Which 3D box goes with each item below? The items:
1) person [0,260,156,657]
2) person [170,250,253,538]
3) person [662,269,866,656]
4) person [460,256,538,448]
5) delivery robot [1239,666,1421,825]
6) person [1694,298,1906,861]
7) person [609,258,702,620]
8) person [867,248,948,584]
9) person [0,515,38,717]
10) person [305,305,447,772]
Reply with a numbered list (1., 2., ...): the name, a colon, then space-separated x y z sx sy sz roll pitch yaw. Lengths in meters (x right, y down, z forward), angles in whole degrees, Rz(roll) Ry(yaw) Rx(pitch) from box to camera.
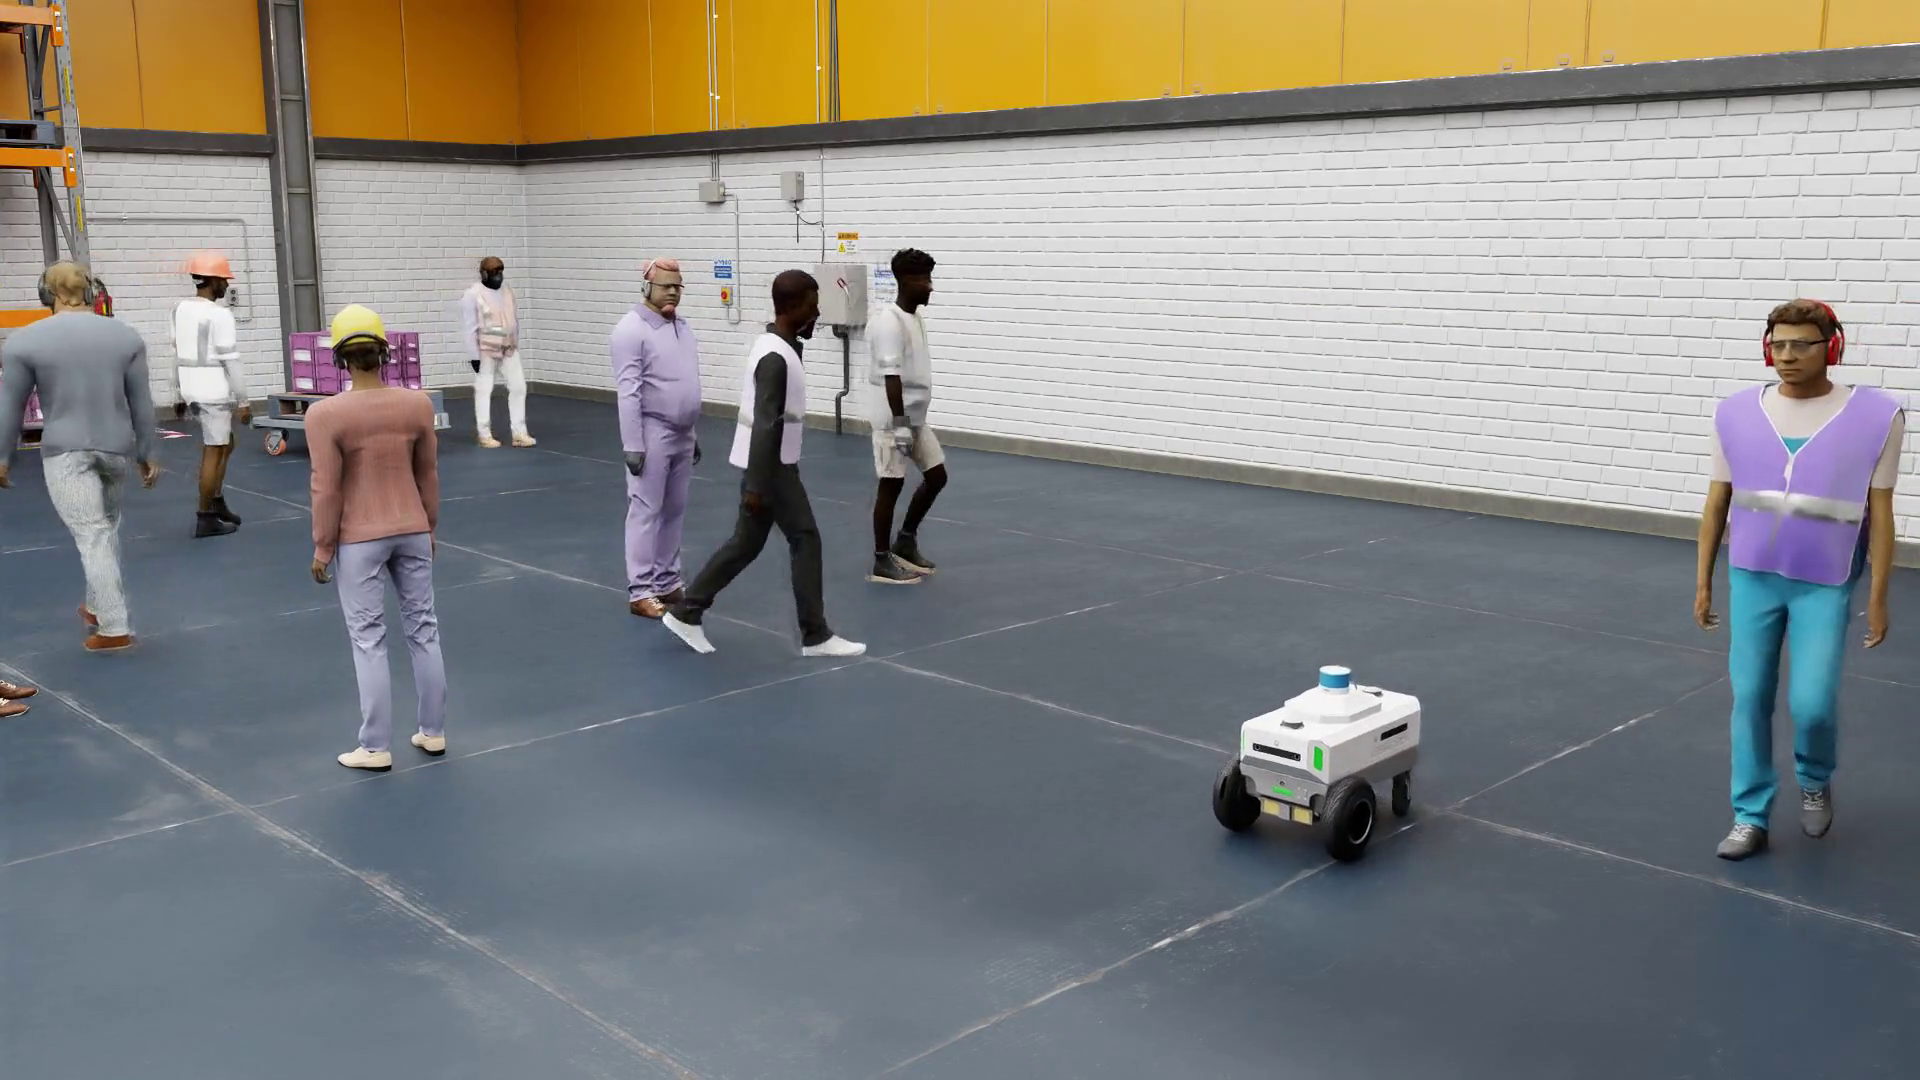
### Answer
1. person: -4.340 -0.407 8.158 0.964 1.884 0.658 9 14 41
2. person: -5.014 -0.984 11.237 0.589 1.914 0.587 7 12 32
3. person: -0.974 -0.350 7.933 0.945 1.878 0.592 -1 10 -6
4. person: -4.342 -1.759 15.742 0.745 1.815 0.665 7 13 35
5. delivery robot: 1.270 0.674 5.669 0.477 0.478 0.707 10 14 42
6. person: 2.681 0.138 5.369 0.587 1.826 0.451 9 14 40
7. person: -1.572 -0.543 8.886 0.399 1.903 0.644 4 11 22
8. person: -0.314 -0.701 9.629 0.469 1.950 0.627 4 11 20
9. person: -4.178 -0.185 7.022 0.329 1.872 0.507 -4 11 -20
10. person: -2.218 -0.002 6.317 0.329 1.764 0.524 9 14 41
